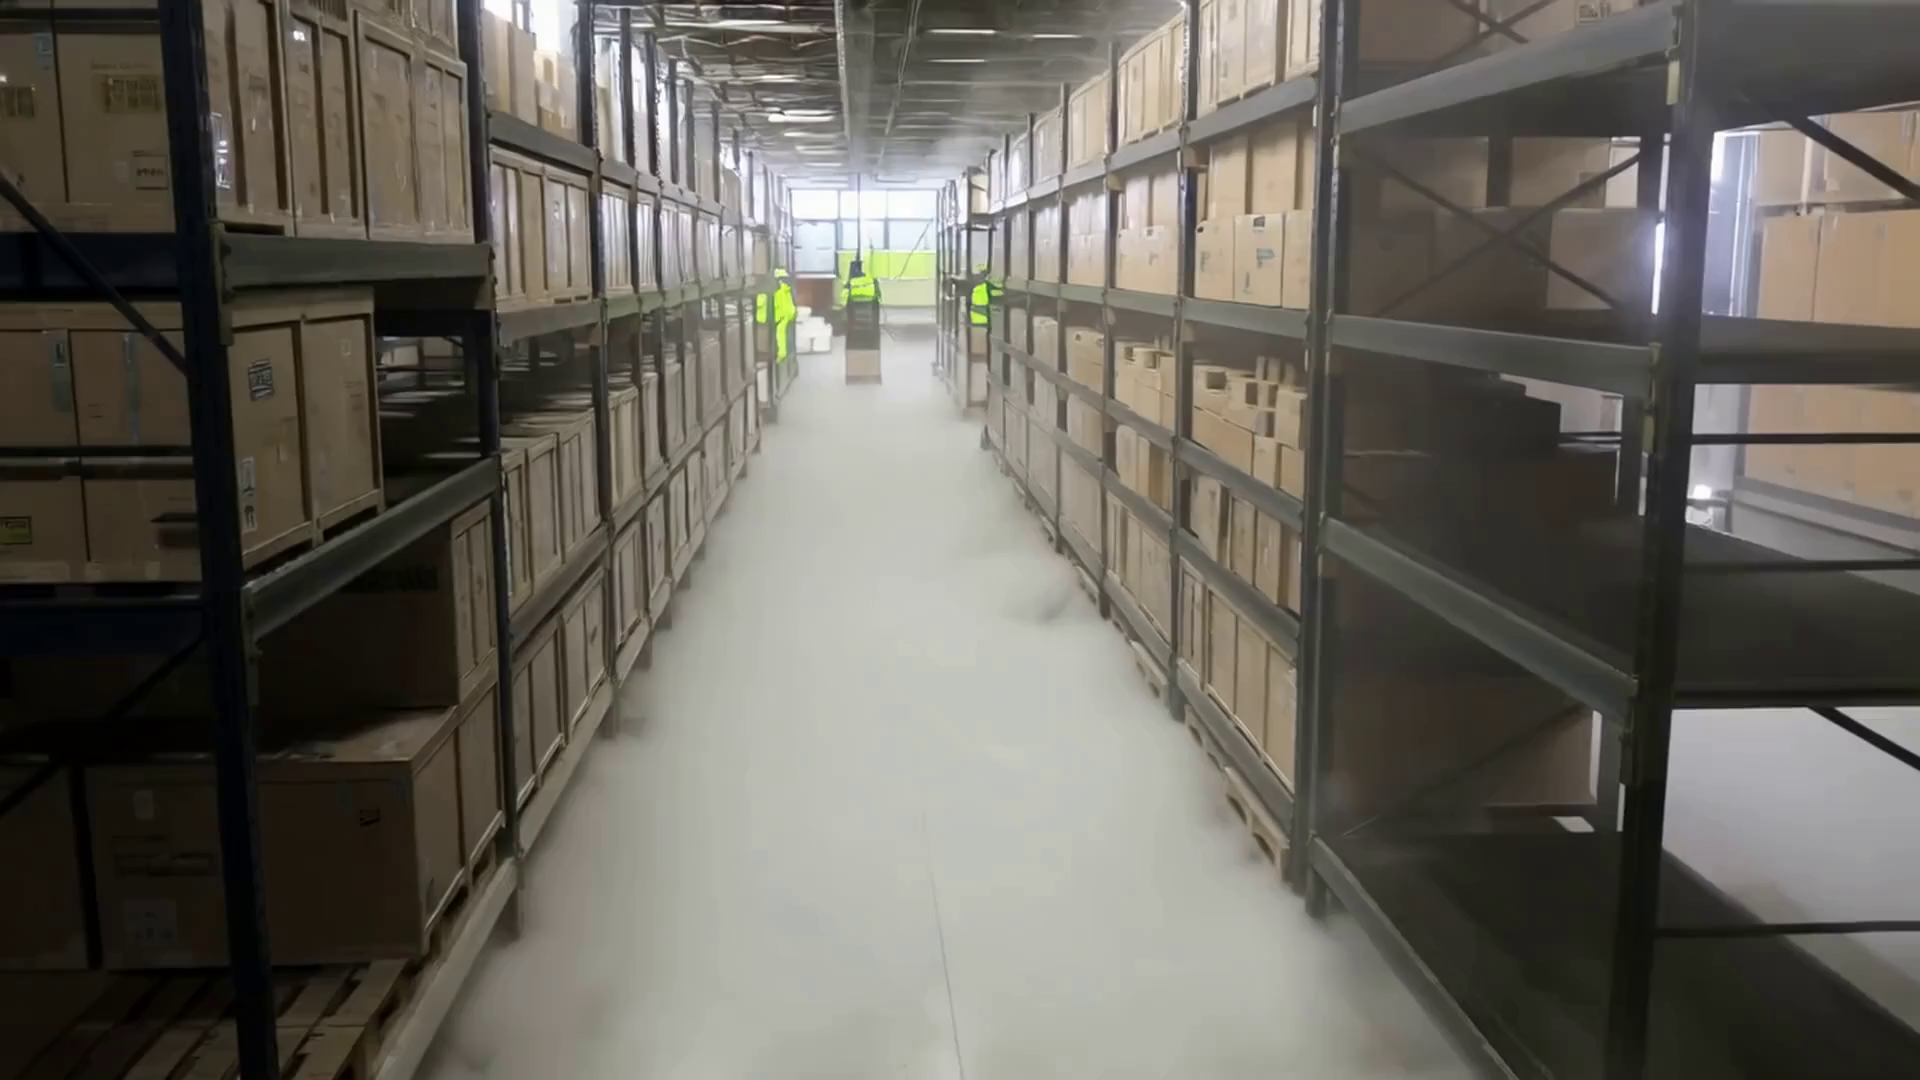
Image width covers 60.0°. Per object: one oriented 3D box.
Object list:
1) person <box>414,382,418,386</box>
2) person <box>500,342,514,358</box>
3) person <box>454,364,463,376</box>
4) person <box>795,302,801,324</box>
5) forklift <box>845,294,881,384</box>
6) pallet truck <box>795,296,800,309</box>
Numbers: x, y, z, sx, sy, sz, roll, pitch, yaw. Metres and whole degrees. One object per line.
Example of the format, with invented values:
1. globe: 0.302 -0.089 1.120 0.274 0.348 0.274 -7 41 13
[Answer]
1. person: -12.573 -3.333 38.130 0.402 1.617 0.533 5 11 27
2. person: -10.545 -3.582 38.457 0.854 2.016 0.625 -2 10 -9
3. person: -10.057 -2.677 33.737 0.983 1.776 0.697 9 13 42
4. person: -8.164 -10.940 82.836 1.012 1.889 0.636 3 10 19
5. forklift: -3.067 -6.336 52.315 1.129 2.768 1.873 -1 10 -4
6. pallet truck: -8.622 -12.439 91.403 1.885 1.965 0.823 2 10 13
